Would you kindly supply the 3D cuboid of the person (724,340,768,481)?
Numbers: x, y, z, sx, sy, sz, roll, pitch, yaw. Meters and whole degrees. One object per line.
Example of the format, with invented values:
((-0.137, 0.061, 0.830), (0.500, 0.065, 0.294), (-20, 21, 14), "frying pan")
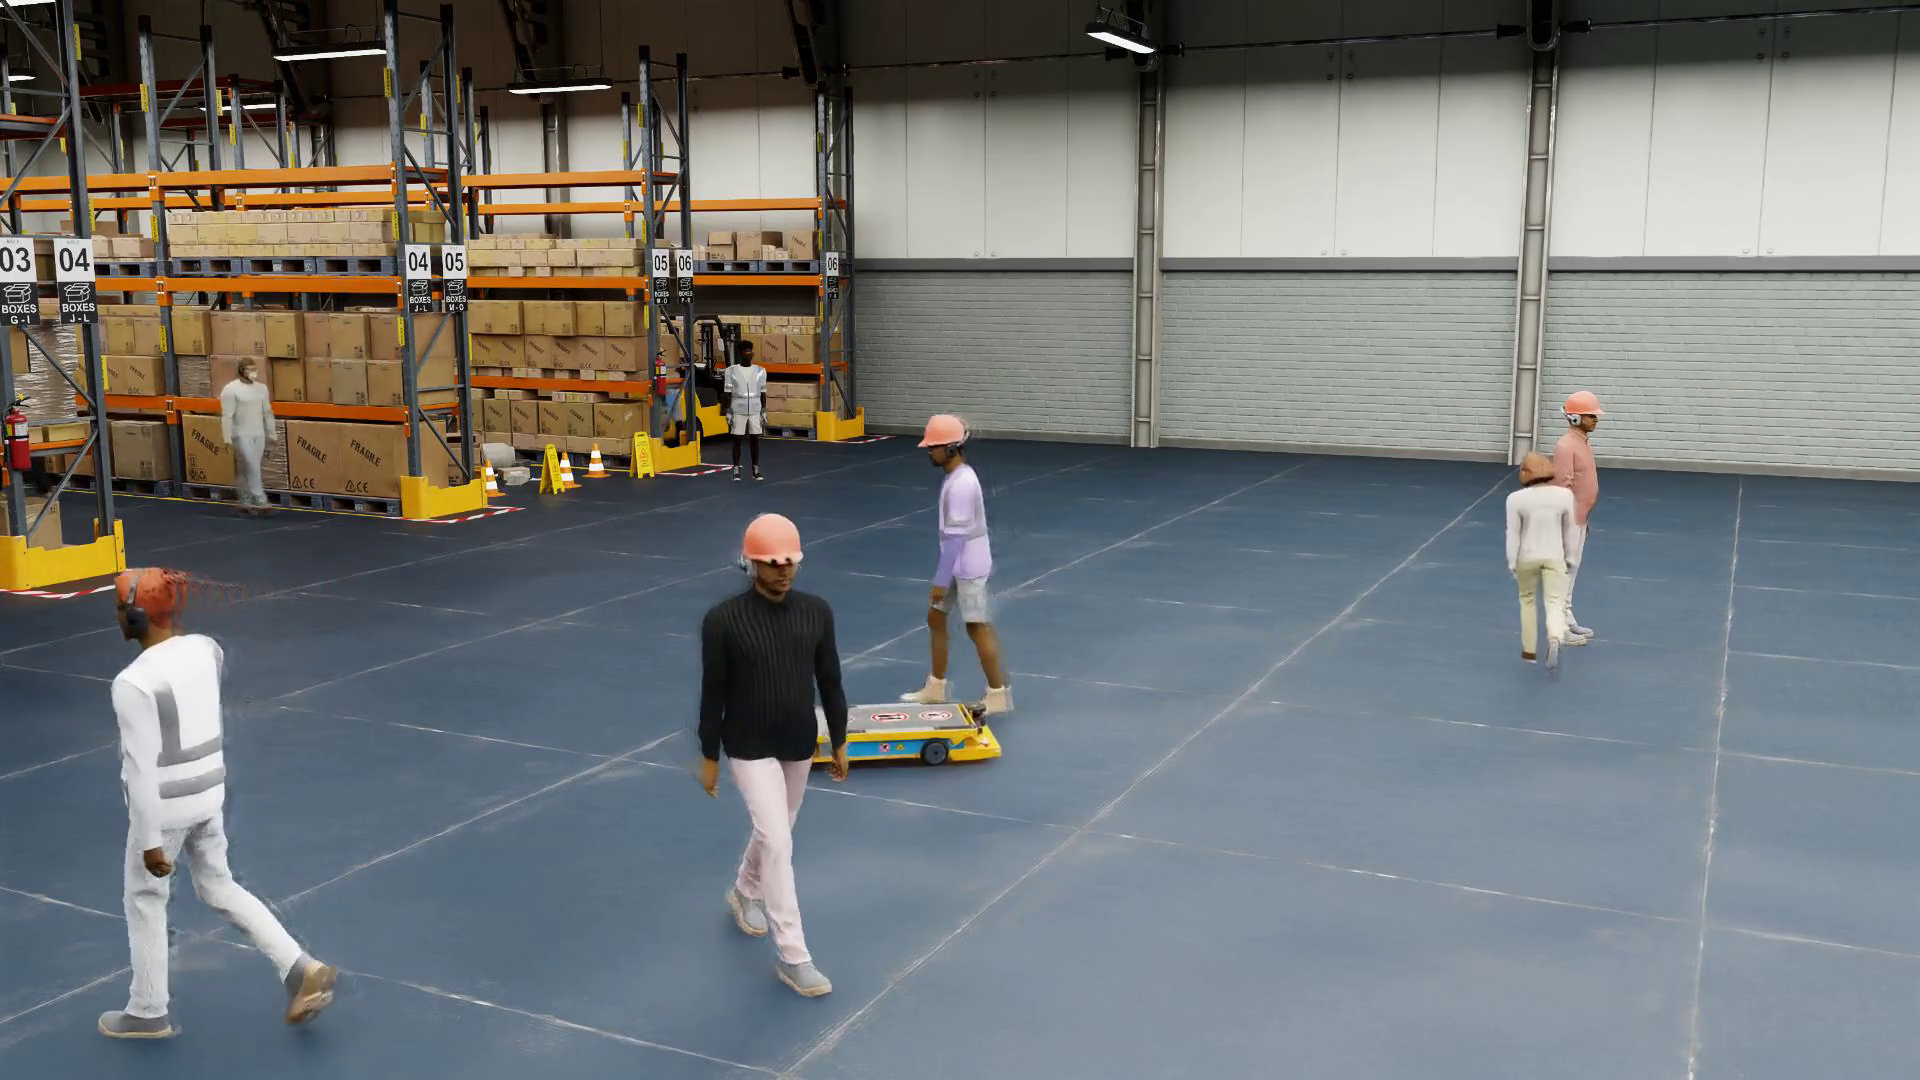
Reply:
((-2.981, -1.802, 23.186), (0.611, 1.966, 0.362), (-3, 10, -19), "person")

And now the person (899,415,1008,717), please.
((-0.076, 0.181, 10.914), (0.865, 2.003, 0.687), (0, 9, -3), "person")

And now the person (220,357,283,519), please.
((-8.279, -1.196, 19.643), (0.900, 1.906, 0.655), (4, 10, 22), "person")

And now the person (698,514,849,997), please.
((-0.805, 0.837, 7.067), (0.628, 1.954, 1.003), (-6, 11, -34), "person")

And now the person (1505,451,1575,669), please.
((4.286, 0.154, 12.262), (0.521, 1.611, 0.640), (1, 9, 8), "person")

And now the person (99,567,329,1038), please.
((-2.896, 1.011, 6.284), (0.838, 1.861, 0.577), (2, 10, 13), "person")

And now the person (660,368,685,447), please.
((-4.573, -2.107, 25.933), (0.680, 1.676, 0.531), (5, 10, 27), "person")

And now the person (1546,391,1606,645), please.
((4.860, -0.180, 13.160), (0.382, 1.995, 0.612), (6, 11, 31), "person")

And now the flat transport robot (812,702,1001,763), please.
((-0.509, 1.175, 10.121), (1.431, 0.197, 0.652), (-1, 9, -9), "flat transport robot")

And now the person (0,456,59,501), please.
((-11.976, -1.491, 21.053), (1.001, 2.000, 0.692), (4, 10, 23), "person")
